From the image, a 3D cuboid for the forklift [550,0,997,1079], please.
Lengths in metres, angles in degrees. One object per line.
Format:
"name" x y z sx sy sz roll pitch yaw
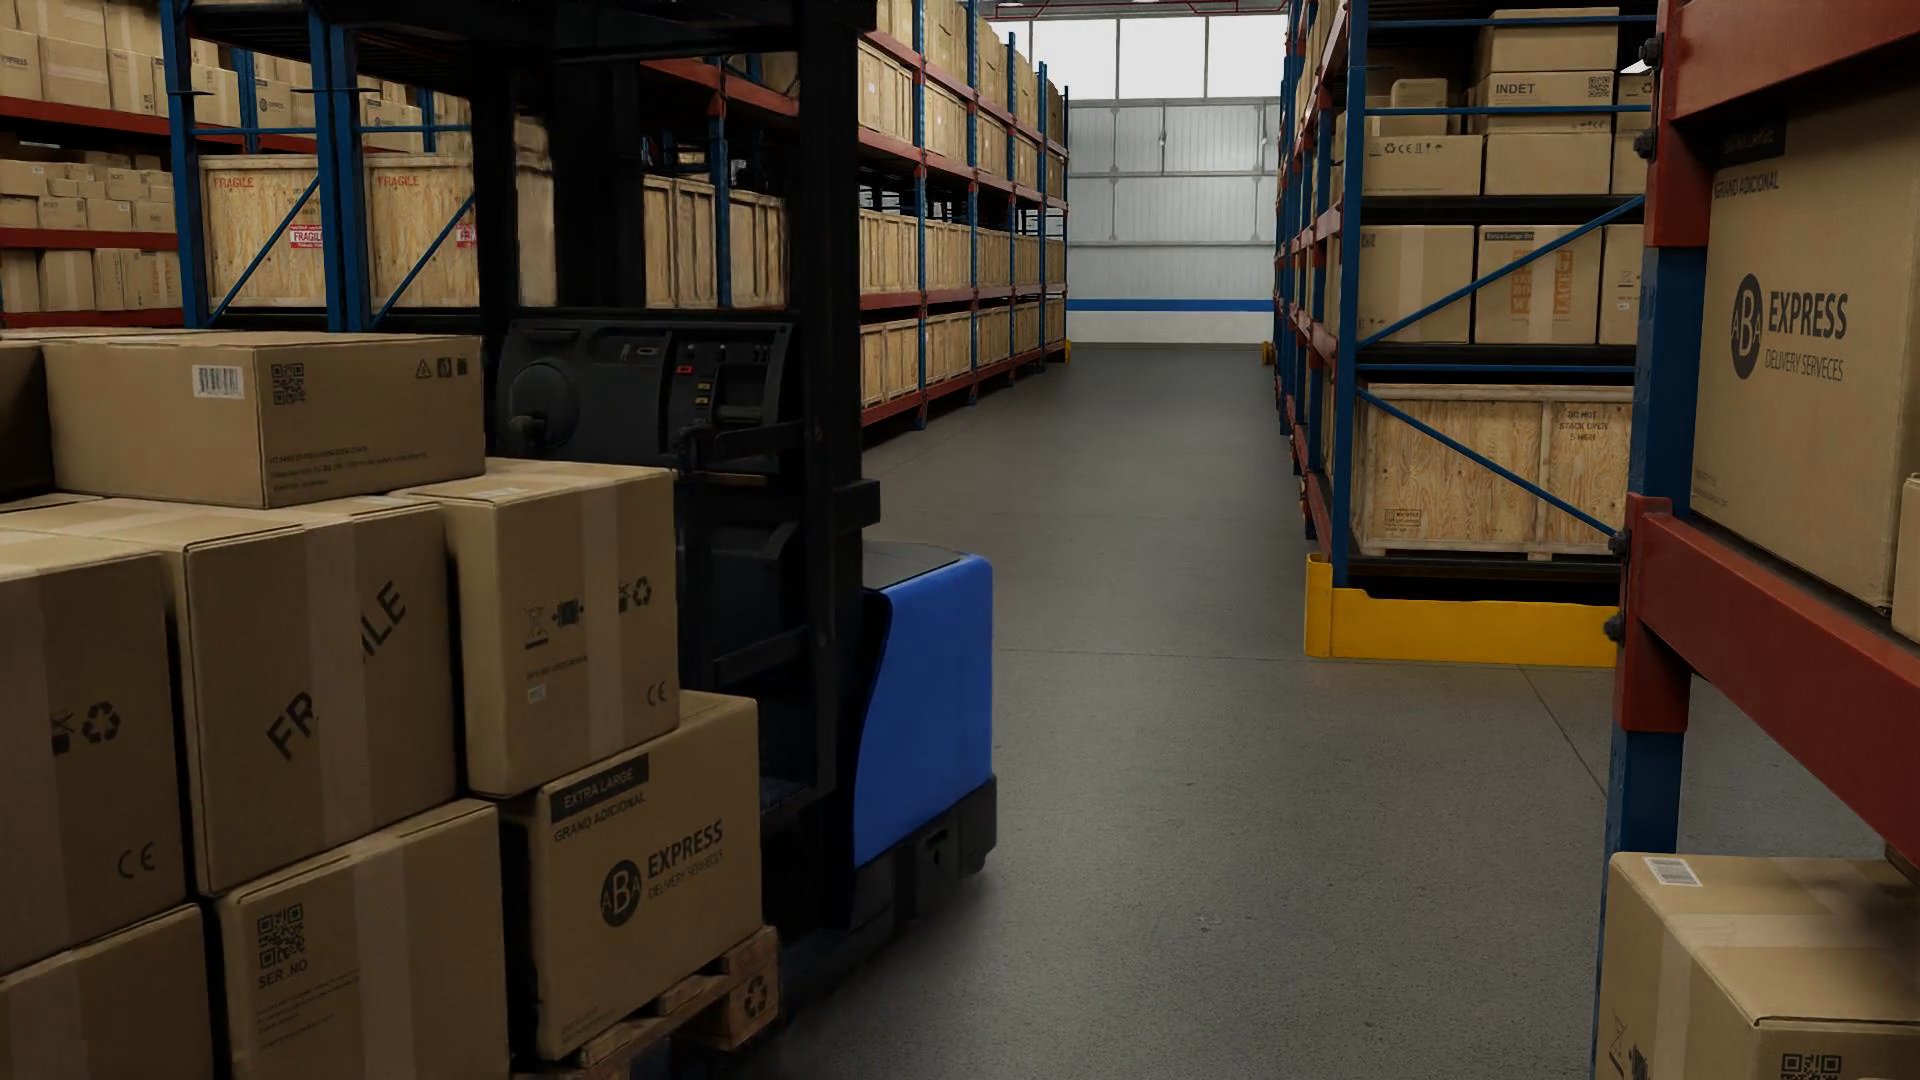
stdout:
"forklift" -0.712 -0.196 4.901 1.129 2.768 1.873 4 10 25
